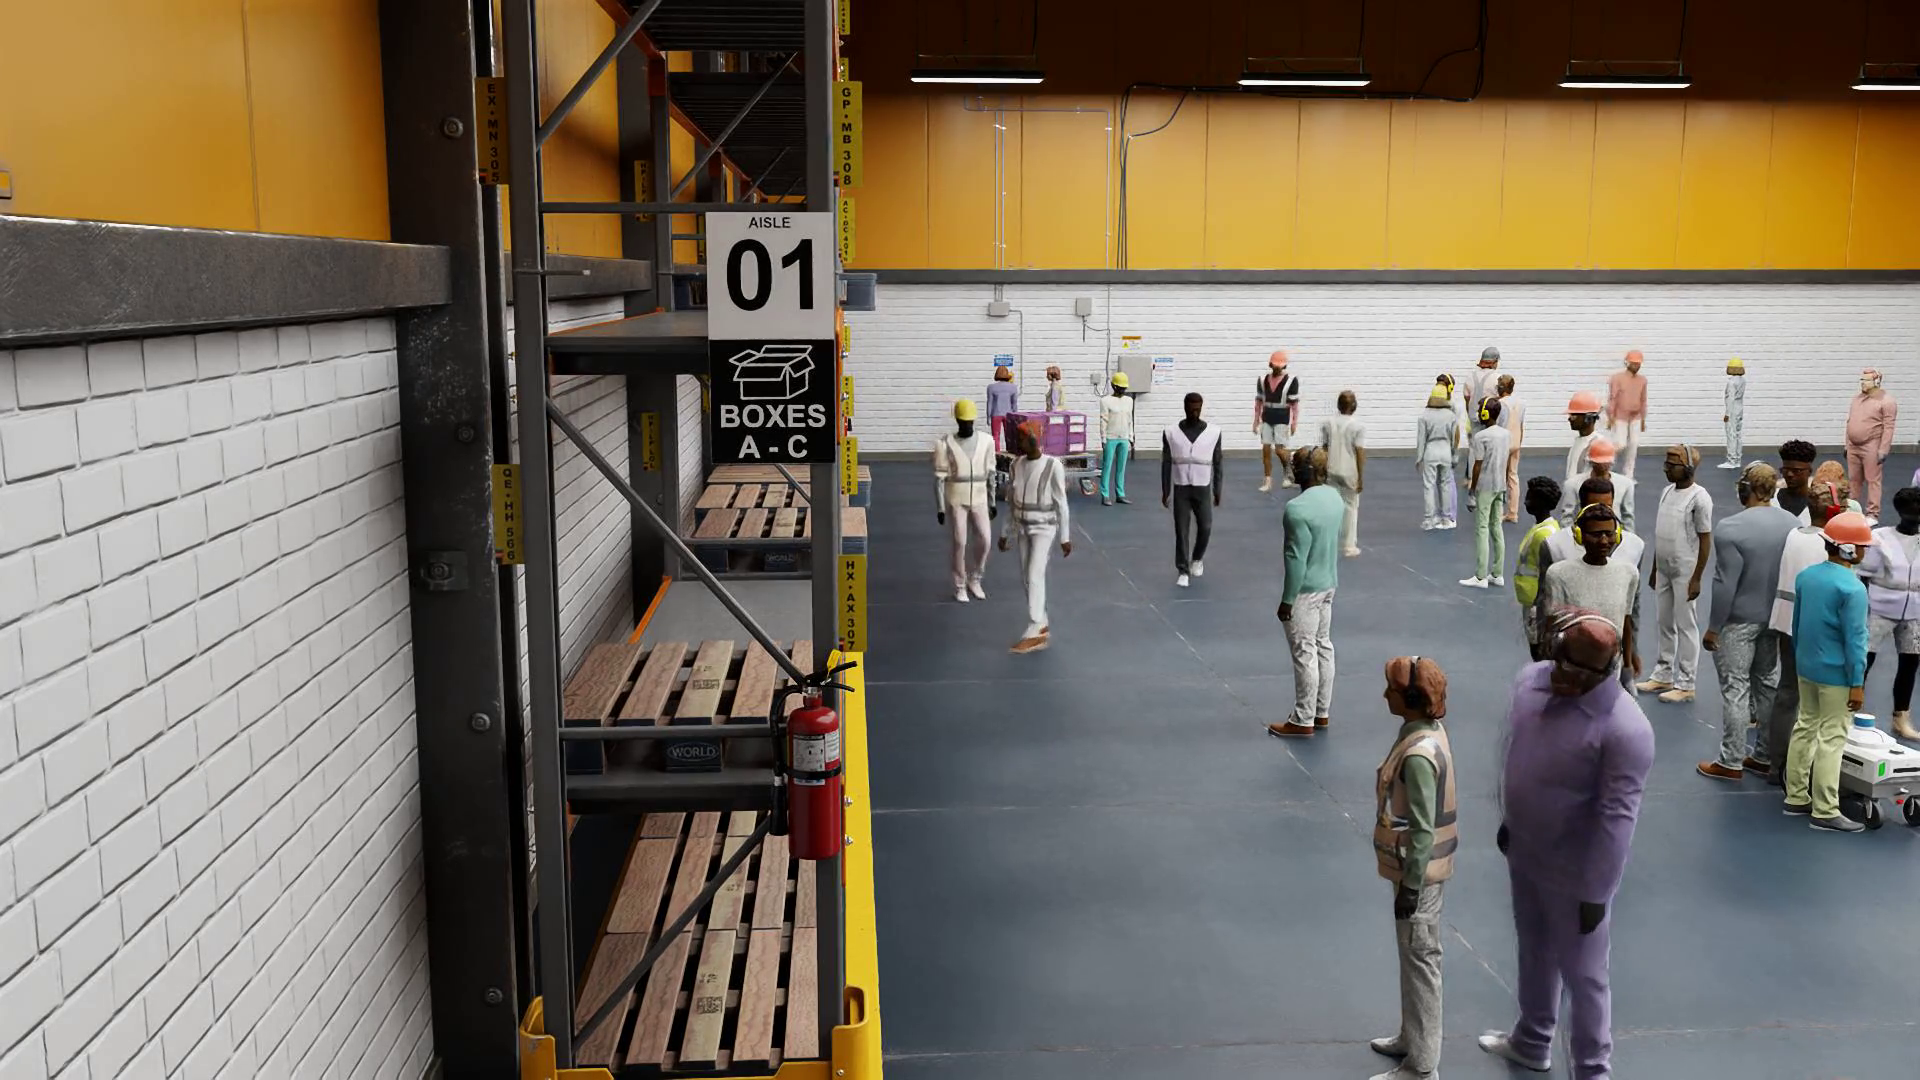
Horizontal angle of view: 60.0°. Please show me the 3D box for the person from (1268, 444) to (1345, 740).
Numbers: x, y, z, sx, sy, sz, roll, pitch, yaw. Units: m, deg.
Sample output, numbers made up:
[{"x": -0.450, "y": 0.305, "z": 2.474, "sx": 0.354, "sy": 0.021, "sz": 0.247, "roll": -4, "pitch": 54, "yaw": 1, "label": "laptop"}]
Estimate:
[{"x": 2.278, "y": 0.337, "z": 10.919, "sx": 0.372, "sy": 1.940, "sz": 0.630, "roll": 7, "pitch": 11, "yaw": 36, "label": "person"}]

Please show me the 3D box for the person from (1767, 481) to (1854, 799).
[{"x": 4.957, "y": 0.575, "z": 9.709, "sx": 0.396, "sy": 1.847, "sz": 0.564, "roll": -1, "pitch": 9, "yaw": -9, "label": "person"}]

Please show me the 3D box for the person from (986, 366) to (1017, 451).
[{"x": 0.656, "y": -1.915, "z": 26.045, "sx": 0.493, "sy": 1.624, "sz": 0.280, "roll": -2, "pitch": 9, "yaw": -15, "label": "person"}]

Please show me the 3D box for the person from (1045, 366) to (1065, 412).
[{"x": 1.474, "y": -1.879, "z": 25.809, "sx": 0.314, "sy": 1.632, "sz": 0.517, "roll": 1, "pitch": 9, "yaw": 5, "label": "person"}]

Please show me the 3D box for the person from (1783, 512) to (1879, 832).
[{"x": 4.809, "y": 0.711, "z": 9.148, "sx": 0.340, "sy": 1.749, "sz": 0.572, "roll": -1, "pitch": 9, "yaw": -4, "label": "person"}]

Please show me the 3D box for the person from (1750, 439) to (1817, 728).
[{"x": 5.492, "y": 0.307, "z": 11.018, "sx": 0.613, "sy": 1.965, "sz": 0.361, "roll": 7, "pitch": 12, "yaw": 39, "label": "person"}]

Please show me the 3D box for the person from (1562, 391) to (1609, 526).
[{"x": 5.339, "y": -0.254, "z": 14.306, "sx": 0.396, "sy": 2.042, "sz": 0.611, "roll": 1, "pitch": 9, "yaw": 4, "label": "person"}]

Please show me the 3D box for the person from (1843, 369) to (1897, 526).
[{"x": 10.960, "y": -1.116, "z": 20.142, "sx": 0.407, "sy": 1.910, "sz": 0.639, "roll": -3, "pitch": 9, "yaw": -16, "label": "person"}]

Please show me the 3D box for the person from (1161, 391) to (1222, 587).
[{"x": 2.281, "y": -0.518, "z": 16.403, "sx": 0.599, "sy": 1.909, "sz": 0.626, "roll": 1, "pitch": 9, "yaw": 6, "label": "person"}]

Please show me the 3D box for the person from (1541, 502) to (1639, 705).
[{"x": 3.293, "y": 0.726, "z": 8.698, "sx": 0.539, "sy": 1.869, "sz": 0.313, "roll": -1, "pitch": 9, "yaw": -4, "label": "person"}]

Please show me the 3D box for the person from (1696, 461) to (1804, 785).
[{"x": 4.718, "y": 0.492, "z": 9.944, "sx": 0.638, "sy": 1.938, "sz": 0.357, "roll": -3, "pitch": 10, "yaw": -20, "label": "person"}]

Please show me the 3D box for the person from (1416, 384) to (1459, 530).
[{"x": 5.696, "y": -0.987, "z": 19.863, "sx": 0.492, "sy": 1.745, "sz": 0.332, "roll": 0, "pitch": 9, "yaw": 2, "label": "person"}]

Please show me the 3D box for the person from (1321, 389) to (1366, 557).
[{"x": 4.050, "y": -0.694, "z": 17.771, "sx": 0.509, "sy": 1.827, "sz": 0.710, "roll": 8, "pitch": 12, "yaw": 40, "label": "person"}]

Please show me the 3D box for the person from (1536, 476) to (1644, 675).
[{"x": 3.559, "y": 0.581, "z": 9.458, "sx": 0.592, "sy": 1.916, "sz": 0.381, "roll": 0, "pitch": 9, "yaw": -2, "label": "person"}]

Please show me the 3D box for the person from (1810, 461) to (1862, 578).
[{"x": 6.566, "y": 0.210, "z": 12.670, "sx": 0.507, "sy": 1.631, "sz": 0.266, "roll": 7, "pitch": 11, "yaw": 36, "label": "person"}]

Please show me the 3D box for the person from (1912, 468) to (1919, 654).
[{"x": 7.846, "y": 0.036, "z": 13.155, "sx": 0.428, "sy": 1.836, "sz": 0.623, "roll": -5, "pitch": 11, "yaw": -31, "label": "person"}]

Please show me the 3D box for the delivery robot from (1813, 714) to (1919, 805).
[{"x": 5.084, "y": 1.226, "z": 9.378, "sx": 0.477, "sy": 0.478, "sz": 0.707, "roll": -2, "pitch": 9, "yaw": -11, "label": "delivery robot"}]

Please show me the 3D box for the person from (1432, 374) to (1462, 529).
[{"x": 5.825, "y": -1.065, "z": 19.986, "sx": 0.320, "sy": 1.860, "sz": 0.513, "roll": -2, "pitch": 9, "yaw": -11, "label": "person"}]

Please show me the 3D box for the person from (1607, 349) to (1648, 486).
[{"x": 9.640, "y": -1.776, "z": 24.048, "sx": 0.633, "sy": 1.976, "sz": 0.513, "roll": -2, "pitch": 9, "yaw": -11, "label": "person"}]

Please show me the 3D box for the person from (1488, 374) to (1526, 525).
[{"x": 6.639, "y": -1.096, "z": 20.257, "sx": 0.501, "sy": 1.839, "sz": 0.341, "roll": -3, "pitch": 10, "yaw": -20, "label": "person"}]

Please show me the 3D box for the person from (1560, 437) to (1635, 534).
[{"x": 5.178, "y": 0.027, "z": 13.518, "sx": 0.573, "sy": 1.736, "sz": 0.364, "roll": 2, "pitch": 9, "yaw": 11, "label": "person"}]

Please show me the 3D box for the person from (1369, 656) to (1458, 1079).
[{"x": 1.692, "y": 1.236, "z": 6.215, "sx": 0.311, "sy": 1.638, "sz": 0.523, "roll": 3, "pitch": 9, "yaw": 16, "label": "person"}]

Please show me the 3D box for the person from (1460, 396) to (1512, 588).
[{"x": 5.141, "y": -0.462, "z": 16.192, "sx": 0.509, "sy": 1.863, "sz": 0.326, "roll": -6, "pitch": 11, "yaw": -33, "label": "person"}]

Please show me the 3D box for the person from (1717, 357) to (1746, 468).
[{"x": 12.176, "y": -2.003, "z": 26.225, "sx": 0.494, "sy": 1.743, "sz": 0.309, "roll": -8, "pitch": 12, "yaw": -43, "label": "person"}]

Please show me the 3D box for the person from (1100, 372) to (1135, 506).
[{"x": 2.082, "y": -1.334, "z": 21.971, "sx": 0.524, "sy": 1.764, "sz": 0.323, "roll": -5, "pitch": 10, "yaw": -30, "label": "person"}]

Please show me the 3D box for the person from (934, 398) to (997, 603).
[{"x": 0.067, "y": -0.359, "z": 15.372, "sx": 0.614, "sy": 1.907, "sz": 0.460, "roll": -3, "pitch": 9, "yaw": -17, "label": "person"}]

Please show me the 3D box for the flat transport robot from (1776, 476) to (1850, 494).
[{"x": 11.553, "y": -0.709, "z": 22.710, "sx": 1.431, "sy": 0.197, "sz": 0.652, "roll": -7, "pitch": 12, "yaw": -39, "label": "flat transport robot"}]

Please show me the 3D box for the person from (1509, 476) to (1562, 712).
[{"x": 3.889, "y": 0.413, "z": 11.200, "sx": 0.315, "sy": 1.696, "sz": 0.540, "roll": 3, "pitch": 9, "yaw": 17, "label": "person"}]

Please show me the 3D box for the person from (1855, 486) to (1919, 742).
[{"x": 6.099, "y": 0.471, "z": 10.875, "sx": 0.629, "sy": 1.682, "sz": 0.442, "roll": 1, "pitch": 9, "yaw": 4, "label": "person"}]

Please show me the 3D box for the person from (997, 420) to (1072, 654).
[{"x": 0.562, "y": -0.041, "z": 13.581, "sx": 0.717, "sy": 1.848, "sz": 0.623, "roll": -9, "pitch": 13, "yaw": -44, "label": "person"}]

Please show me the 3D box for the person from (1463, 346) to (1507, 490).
[{"x": 7.476, "y": -1.716, "z": 23.494, "sx": 0.538, "sy": 2.000, "sz": 0.684, "roll": -6, "pitch": 11, "yaw": -35, "label": "person"}]

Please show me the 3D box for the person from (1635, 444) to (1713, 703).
[{"x": 5.105, "y": 0.234, "z": 11.856, "sx": 0.334, "sy": 1.845, "sz": 0.513, "roll": -2, "pitch": 9, "yaw": -13, "label": "person"}]

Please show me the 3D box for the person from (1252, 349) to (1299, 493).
[{"x": 4.421, "y": -1.663, "z": 23.249, "sx": 0.630, "sy": 2.019, "sz": 0.516, "roll": 6, "pitch": 11, "yaw": 34, "label": "person"}]

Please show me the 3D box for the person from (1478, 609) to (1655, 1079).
[{"x": 2.163, "y": 1.141, "z": 6.108, "sx": 0.397, "sy": 1.872, "sz": 0.763, "roll": -3, "pitch": 10, "yaw": -19, "label": "person"}]
